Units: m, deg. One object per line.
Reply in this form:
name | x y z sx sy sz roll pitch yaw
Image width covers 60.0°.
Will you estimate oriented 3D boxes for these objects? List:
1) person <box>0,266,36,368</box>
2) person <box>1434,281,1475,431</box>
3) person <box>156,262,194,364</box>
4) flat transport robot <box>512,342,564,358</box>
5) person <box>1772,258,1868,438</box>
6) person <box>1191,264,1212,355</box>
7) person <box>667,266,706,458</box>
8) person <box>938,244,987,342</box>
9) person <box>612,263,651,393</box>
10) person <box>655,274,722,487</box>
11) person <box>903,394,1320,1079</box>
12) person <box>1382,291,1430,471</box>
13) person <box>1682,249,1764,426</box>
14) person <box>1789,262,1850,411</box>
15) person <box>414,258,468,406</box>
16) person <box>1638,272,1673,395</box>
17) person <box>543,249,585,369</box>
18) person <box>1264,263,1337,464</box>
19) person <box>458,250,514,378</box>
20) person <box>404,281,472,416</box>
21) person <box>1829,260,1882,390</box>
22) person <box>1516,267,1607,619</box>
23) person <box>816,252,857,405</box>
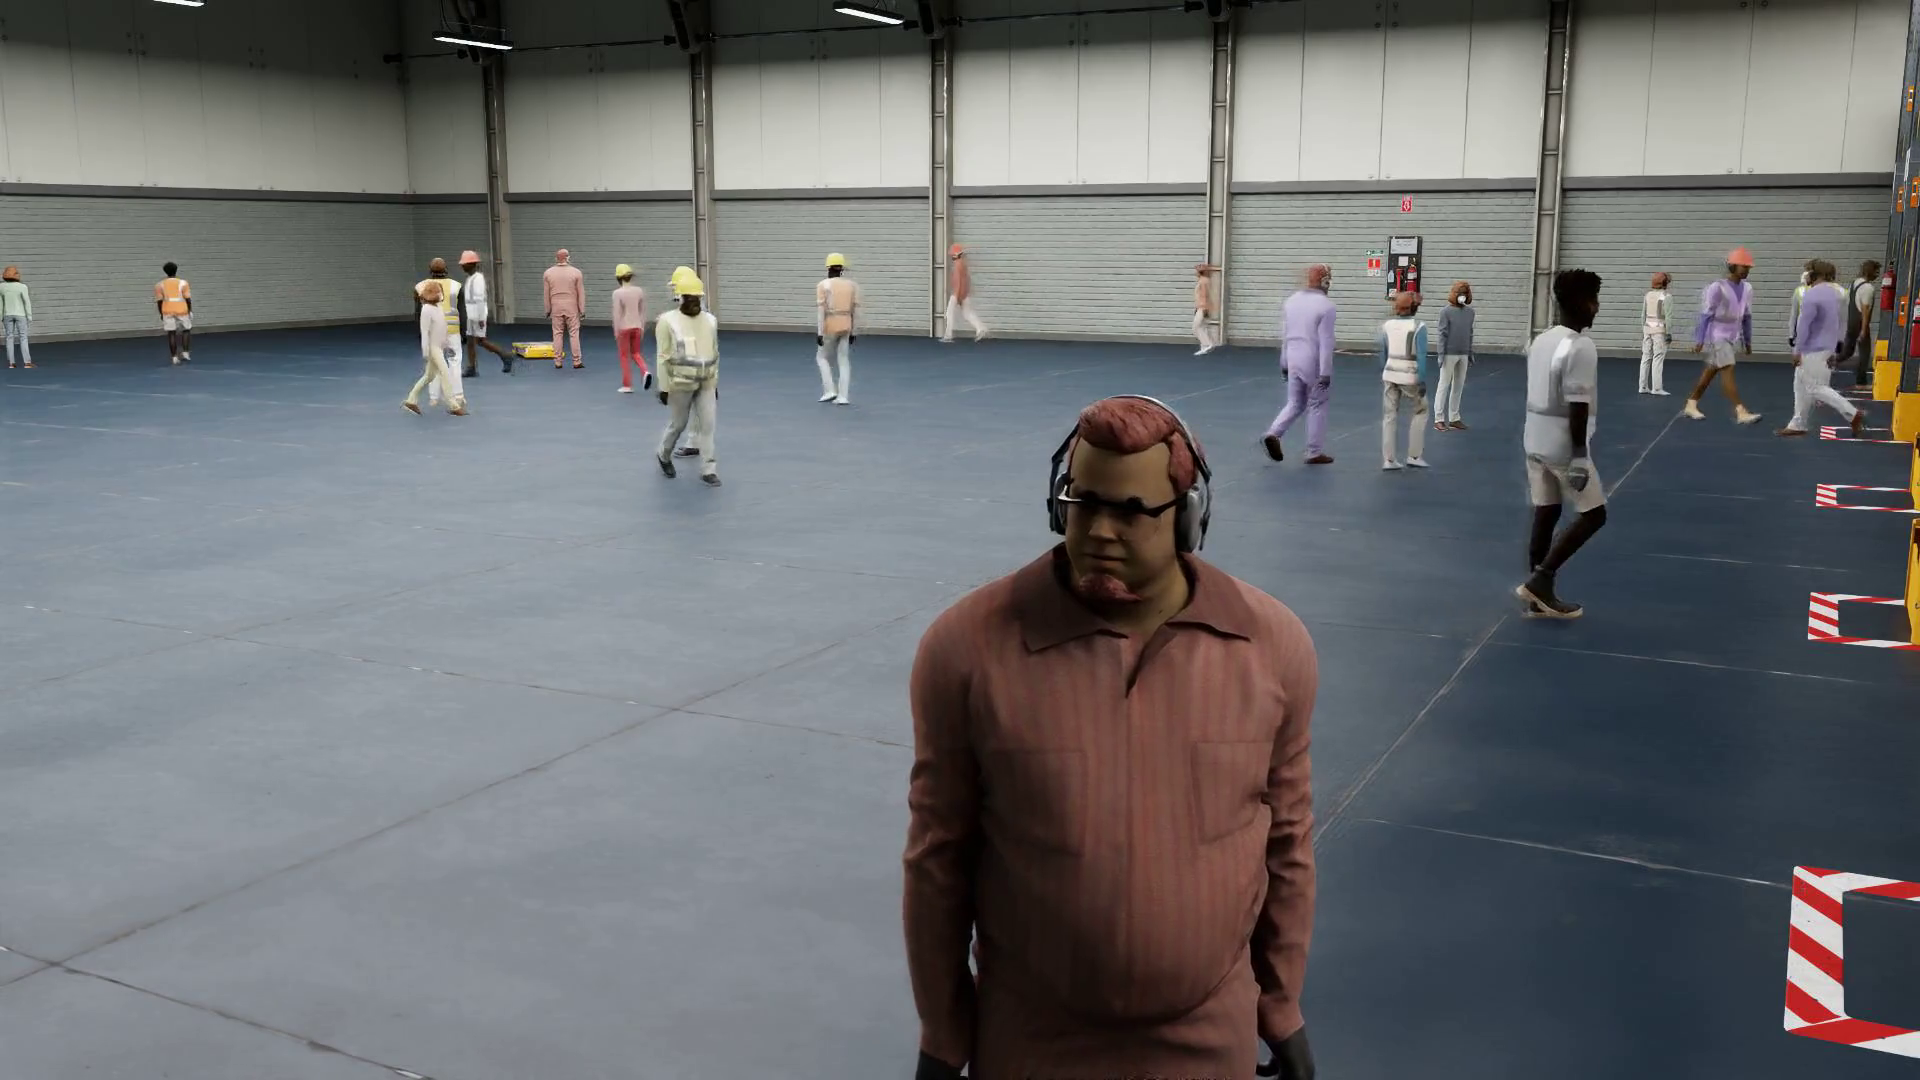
person | -15.229 -3.589 26.815 0.507 1.632 0.276 -1 10 -7
person | 5.434 -2.012 18.217 0.506 1.631 0.281 -5 12 -27
person | -13.030 -3.768 27.637 0.561 1.675 0.570 -3 11 -15
flat transport robot | -7.445 -3.361 29.288 0.652 0.197 1.431 -5 11 -24
person | 8.968 -1.961 17.218 0.849 1.904 0.620 9 14 40
person | 4.294 -4.097 29.623 0.366 1.623 0.523 1 10 7
person | -2.621 -1.705 15.996 0.404 1.830 0.603 0 10 2
person | 0.059 -4.885 33.013 0.949 1.968 0.606 5 11 24
person | -4.454 -2.853 22.468 0.472 1.752 0.536 9 14 41
person | -2.352 -1.380 14.304 0.599 1.808 0.809 -8 13 -36
person | 0.240 0.728 2.537 0.645 1.903 0.400 -1 10 -6
person | 4.083 -1.443 15.112 0.560 1.619 0.540 -8 13 -36
person | 8.699 -2.303 18.874 0.618 1.975 1.110 -5 12 -26
person | 10.487 -2.485 20.336 0.642 1.789 0.958 6 12 29
person | -6.487 -2.600 20.845 0.628 1.846 0.429 -2 11 -13
person | 9.316 -2.751 22.235 0.308 1.636 0.524 -3 11 -18
person | -6.324 -3.696 26.660 0.645 1.905 0.400 0 10 0
person | 3.166 -1.619 15.410 0.696 1.878 0.677 -7 12 -33
person | -7.188 -3.392 25.007 0.770 1.912 0.549 -7 12 -32
person | -6.242 -2.259 19.661 0.825 1.597 0.512 0 10 0
person | 12.226 -2.930 22.769 0.793 1.801 0.562 -1 10 -6
person | 3.322 -0.508 9.135 0.416 1.952 0.644 -1 10 -7
person | -1.596 -2.666 21.019 0.624 1.906 0.569 -8 13 -35
